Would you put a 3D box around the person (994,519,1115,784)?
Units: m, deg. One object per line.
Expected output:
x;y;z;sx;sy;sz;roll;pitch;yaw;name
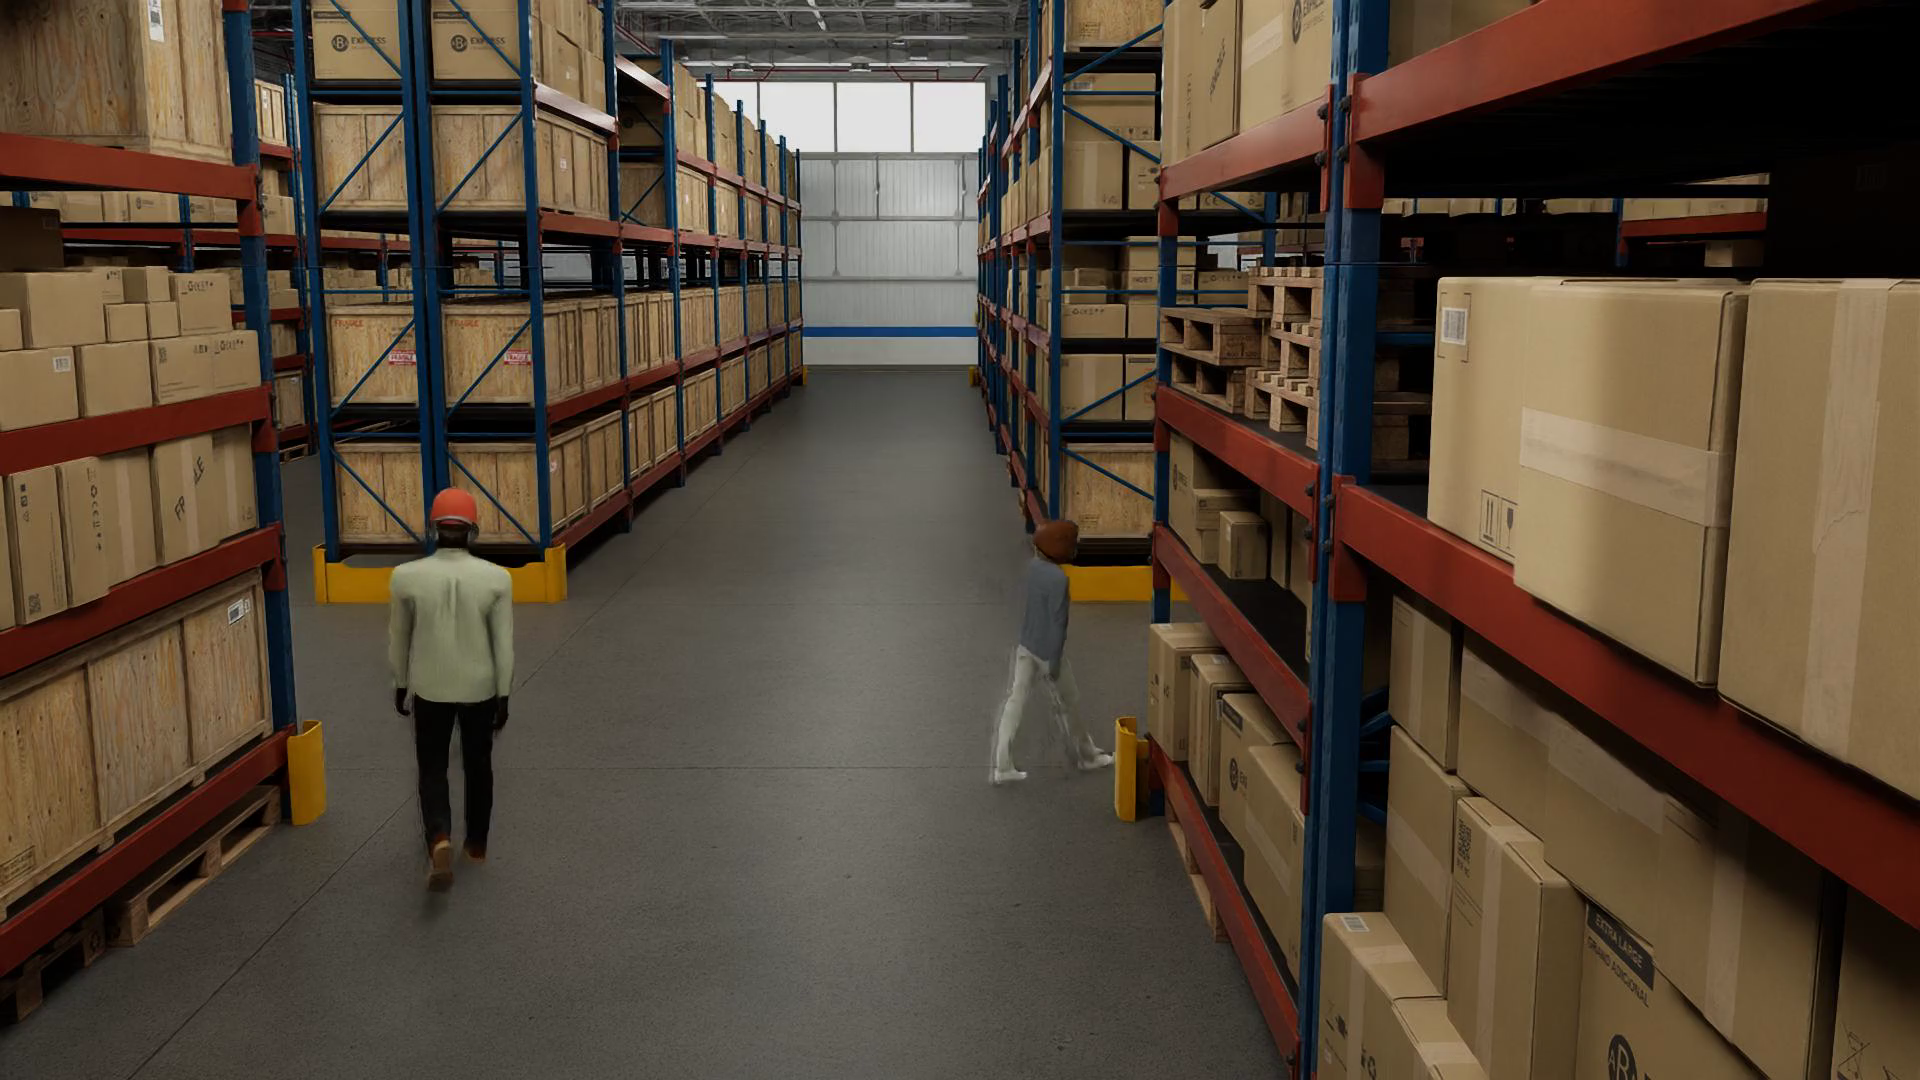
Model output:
0.575;0.653;9.811;0.860;1.575;0.522;-5;10;-28;person

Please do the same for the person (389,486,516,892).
-2.486;0.727;8.186;0.604;1.972;0.818;-3;10;-19;person
